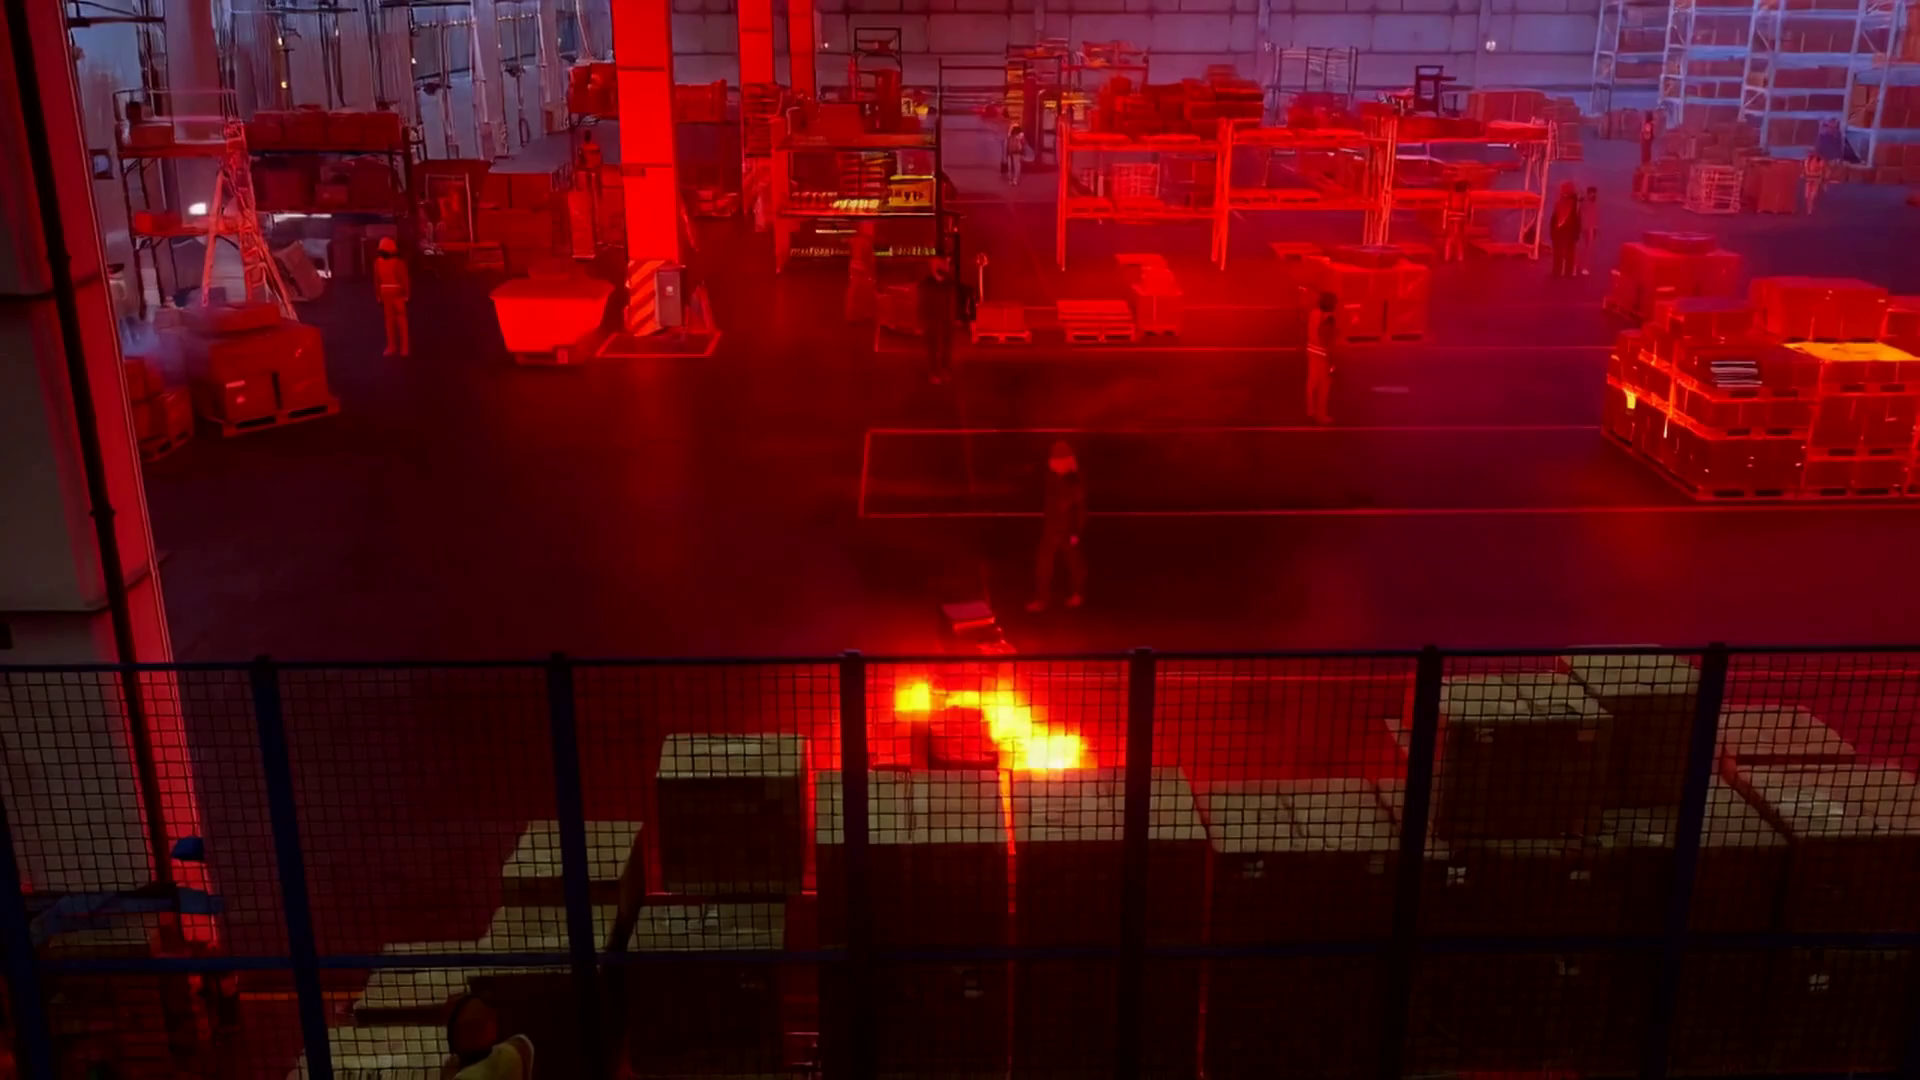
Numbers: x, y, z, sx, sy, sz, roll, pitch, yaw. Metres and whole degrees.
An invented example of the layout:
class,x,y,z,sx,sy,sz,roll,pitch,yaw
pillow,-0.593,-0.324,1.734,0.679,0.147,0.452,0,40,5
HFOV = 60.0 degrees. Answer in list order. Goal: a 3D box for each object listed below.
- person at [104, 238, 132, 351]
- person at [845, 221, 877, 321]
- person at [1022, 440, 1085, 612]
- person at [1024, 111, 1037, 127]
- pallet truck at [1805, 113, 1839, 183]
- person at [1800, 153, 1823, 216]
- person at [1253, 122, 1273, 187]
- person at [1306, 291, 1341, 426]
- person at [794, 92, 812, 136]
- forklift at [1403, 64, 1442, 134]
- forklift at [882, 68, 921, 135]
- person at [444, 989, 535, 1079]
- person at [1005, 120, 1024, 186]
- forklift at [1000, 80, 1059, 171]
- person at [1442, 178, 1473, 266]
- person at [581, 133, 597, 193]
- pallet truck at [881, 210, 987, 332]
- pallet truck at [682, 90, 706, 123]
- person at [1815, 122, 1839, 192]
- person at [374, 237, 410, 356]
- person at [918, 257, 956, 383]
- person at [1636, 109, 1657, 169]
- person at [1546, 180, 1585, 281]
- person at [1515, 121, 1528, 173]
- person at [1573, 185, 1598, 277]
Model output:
class,x,y,z,sx,sy,sz,roll,pitch,yaw
person,-13.994,-4.035,27.309,0.585,1.929,0.375,-13,23,-34
person,-1.695,-4.831,29.877,0.949,1.781,0.748,-11,22,-31
person,0.936,-0.120,16.027,0.525,1.708,0.826,15,24,38
person,2.638,-15.304,60.753,0.559,1.918,0.628,-1,19,-4
pallet truck,26.403,-11.957,50.702,0.823,1.965,1.885,6,19,16
person,22.070,-9.232,43.199,0.579,1.611,0.536,-15,23,-37
person,9.038,-11.444,49.338,0.358,1.908,0.702,-8,20,-21
person,5.003,-2.505,22.907,0.429,1.843,0.627,-5,19,-14
person,-5.883,-15.916,62.616,0.652,1.882,1.040,-8,20,-22
forklift,17.644,-16.582,63.063,1.129,2.768,1.873,11,22,30
forklift,-2.449,-15.675,60.373,1.873,2.768,1.129,-10,21,-26
person,-2.035,2.775,7.177,0.355,1.882,0.576,8,20,22
person,1.612,-11.540,49.591,0.586,1.917,0.380,10,21,27
forklift,2.239,-13.269,53.236,1.873,2.768,1.129,-1,19,-2
person,10.642,-6.804,35.613,0.574,1.876,0.356,10,21,26
person,-10.681,-10.846,47.866,0.535,1.700,0.318,7,20,21
pallet truck,-0.493,-4.759,29.349,1.885,1.965,0.823,-13,23,-34
pallet truck,-9.671,-15.907,62.421,0.823,1.965,1.885,5,19,15
person,25.037,-11.074,48.094,0.613,1.991,0.391,16,24,39
person,-9.254,-3.966,27.090,0.545,1.938,0.357,1,19,3
person,-0.330,-3.314,25.165,0.625,1.923,0.504,-7,20,-20
person,22.310,-13.001,53.940,0.396,1.911,0.588,-5,19,-15
person,12.358,-6.350,34.003,0.700,2.000,0.535,-6,20,-17
person,17.775,-12.453,52.729,0.523,1.636,0.311,-17,25,-41
person,12.969,-6.392,34.387,0.517,1.874,0.328,-11,22,-29
